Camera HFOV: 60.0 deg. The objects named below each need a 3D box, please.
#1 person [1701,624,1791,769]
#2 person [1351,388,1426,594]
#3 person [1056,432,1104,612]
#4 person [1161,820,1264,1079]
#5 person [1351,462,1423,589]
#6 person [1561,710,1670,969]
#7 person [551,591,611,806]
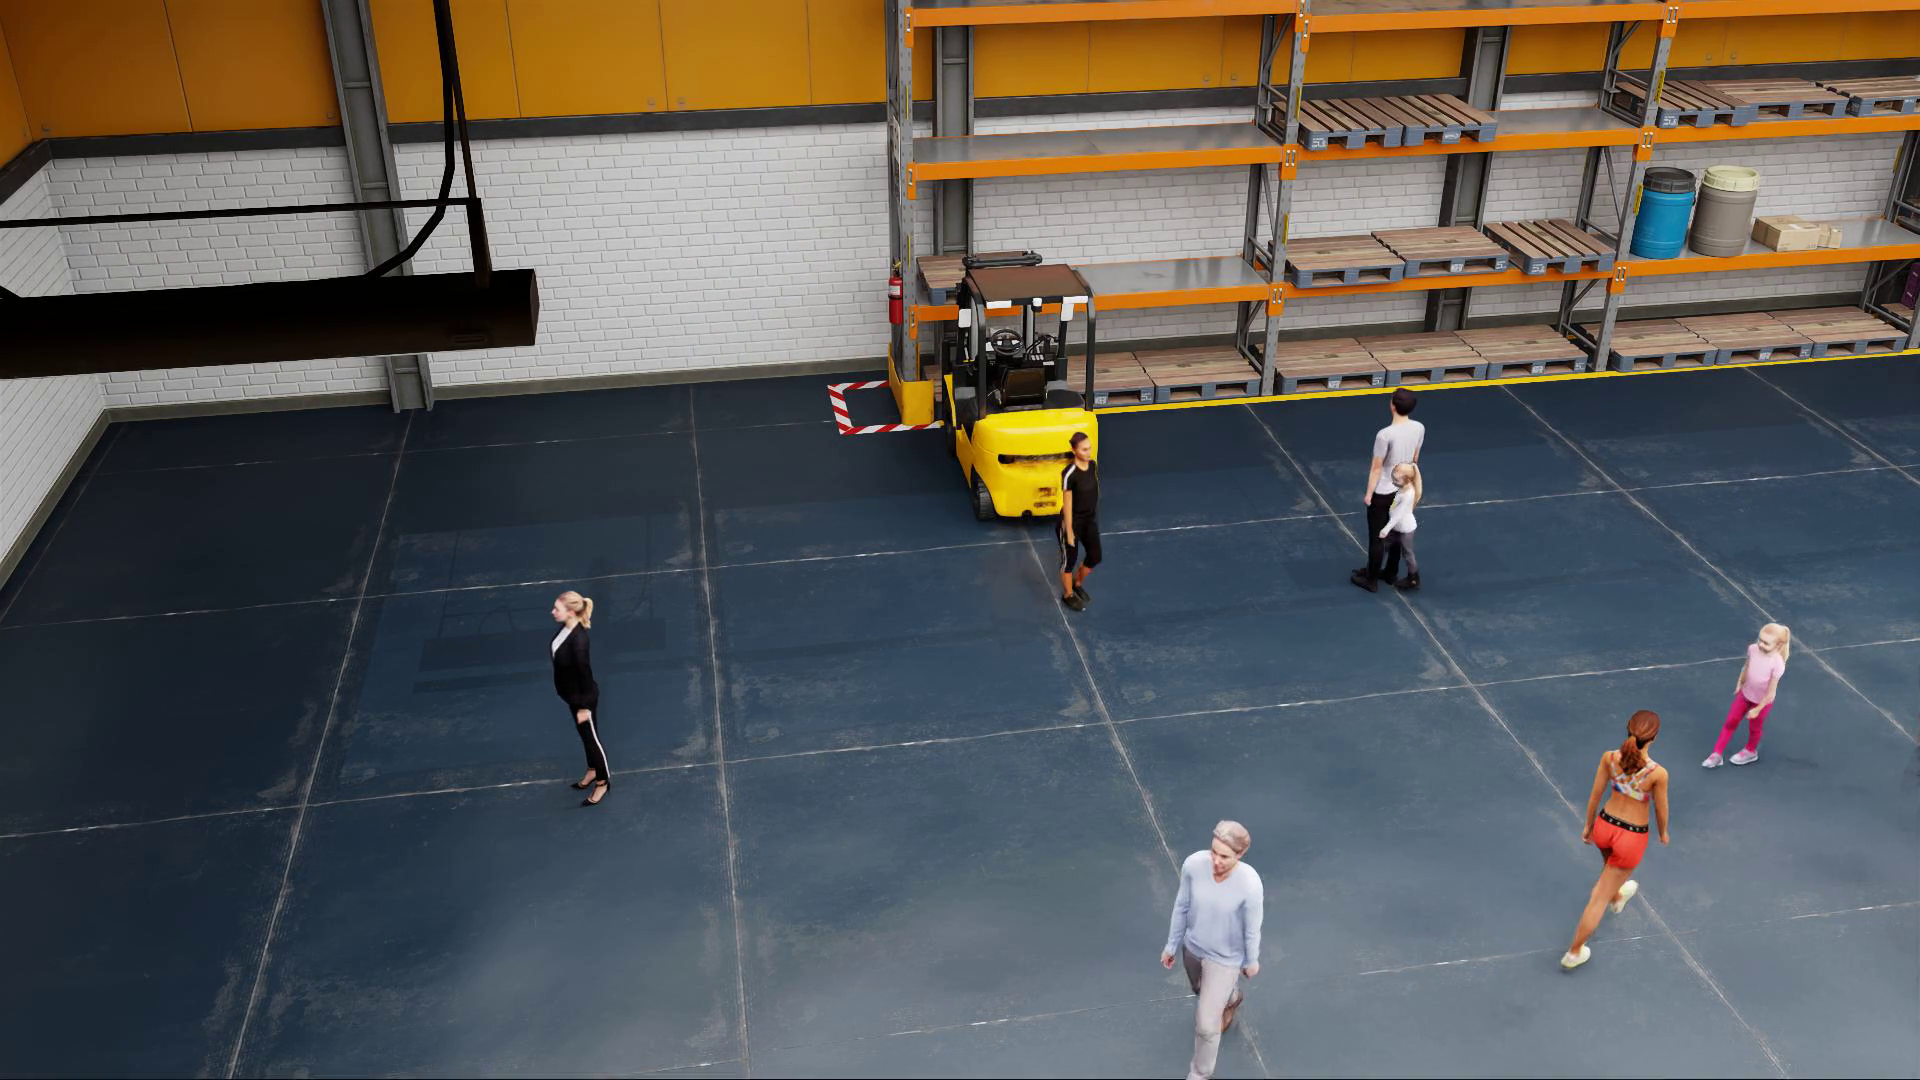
[{"bbox_3d":[5.867,1.132,12.158,0.825,1.249,0.650,-13,31,-23],"label":"person"},{"bbox_3d":[3.719,-0.424,14.367,0.629,1.864,0.788,-16,32,-27],"label":"person"},{"bbox_3d":[0.939,-0.176,14.129,0.666,1.658,0.750,-23,36,-36],"label":"person"},{"bbox_3d":[1.472,2.287,9.404,1.136,1.858,1.275,23,36,36],"label":"person"},{"bbox_3d":[3.903,-0.099,14.422,0.859,1.242,0.603,3,29,5],"label":"person"},{"bbox_3d":[4.020,1.895,10.244,1.225,1.741,0.997,-23,36,-36],"label":"person"},{"bbox_3d":[-2.666,1.103,11.731,0.638,1.707,0.666,-13,31,-23],"label":"person"}]
